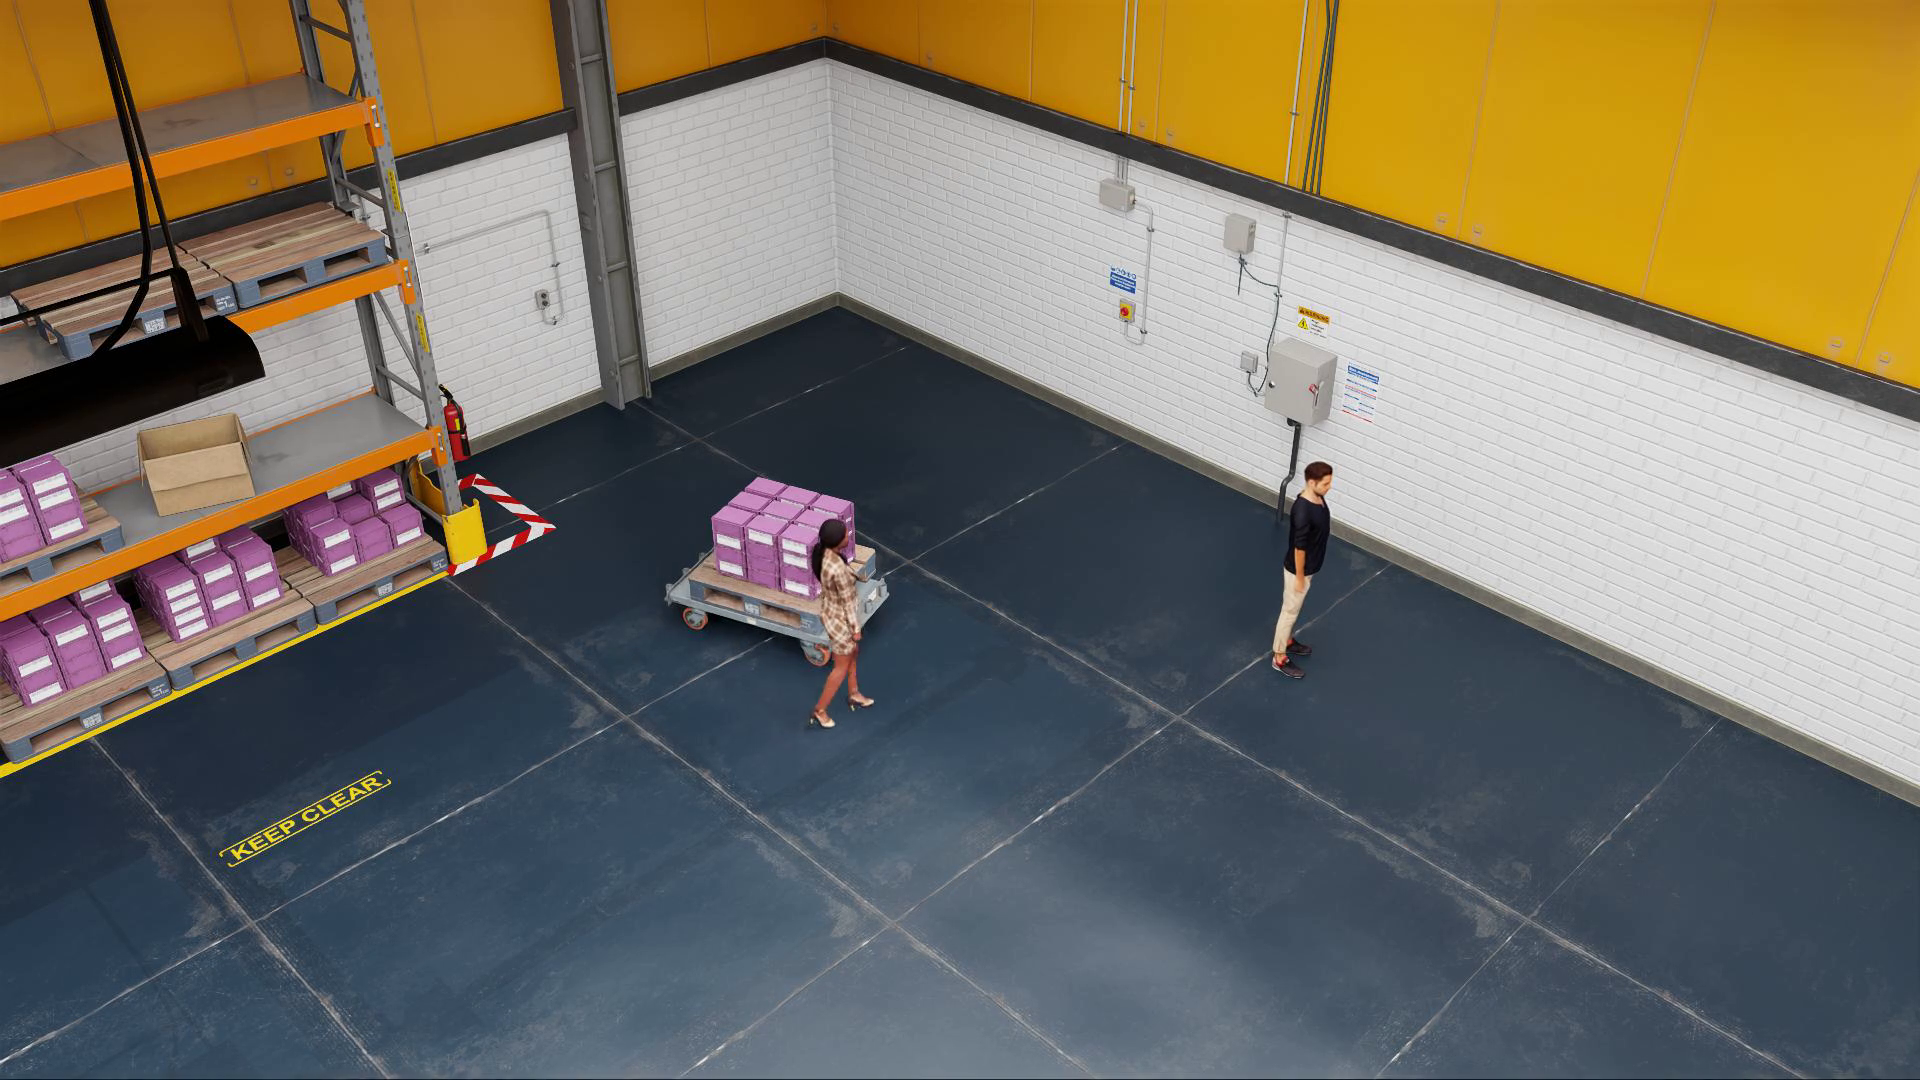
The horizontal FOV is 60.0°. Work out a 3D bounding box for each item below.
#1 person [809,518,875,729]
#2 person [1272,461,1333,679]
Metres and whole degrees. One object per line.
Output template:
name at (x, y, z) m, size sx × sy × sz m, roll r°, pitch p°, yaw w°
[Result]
person at (-0.929, 0.638, 12.251) m, size 0.886 × 1.785 × 0.766 m, roll -12°, pitch 35°, yaw -17°
person at (2.633, 0.192, 12.864) m, size 0.771 × 1.850 × 0.616 m, roll 12°, pitch 35°, yaw 17°
